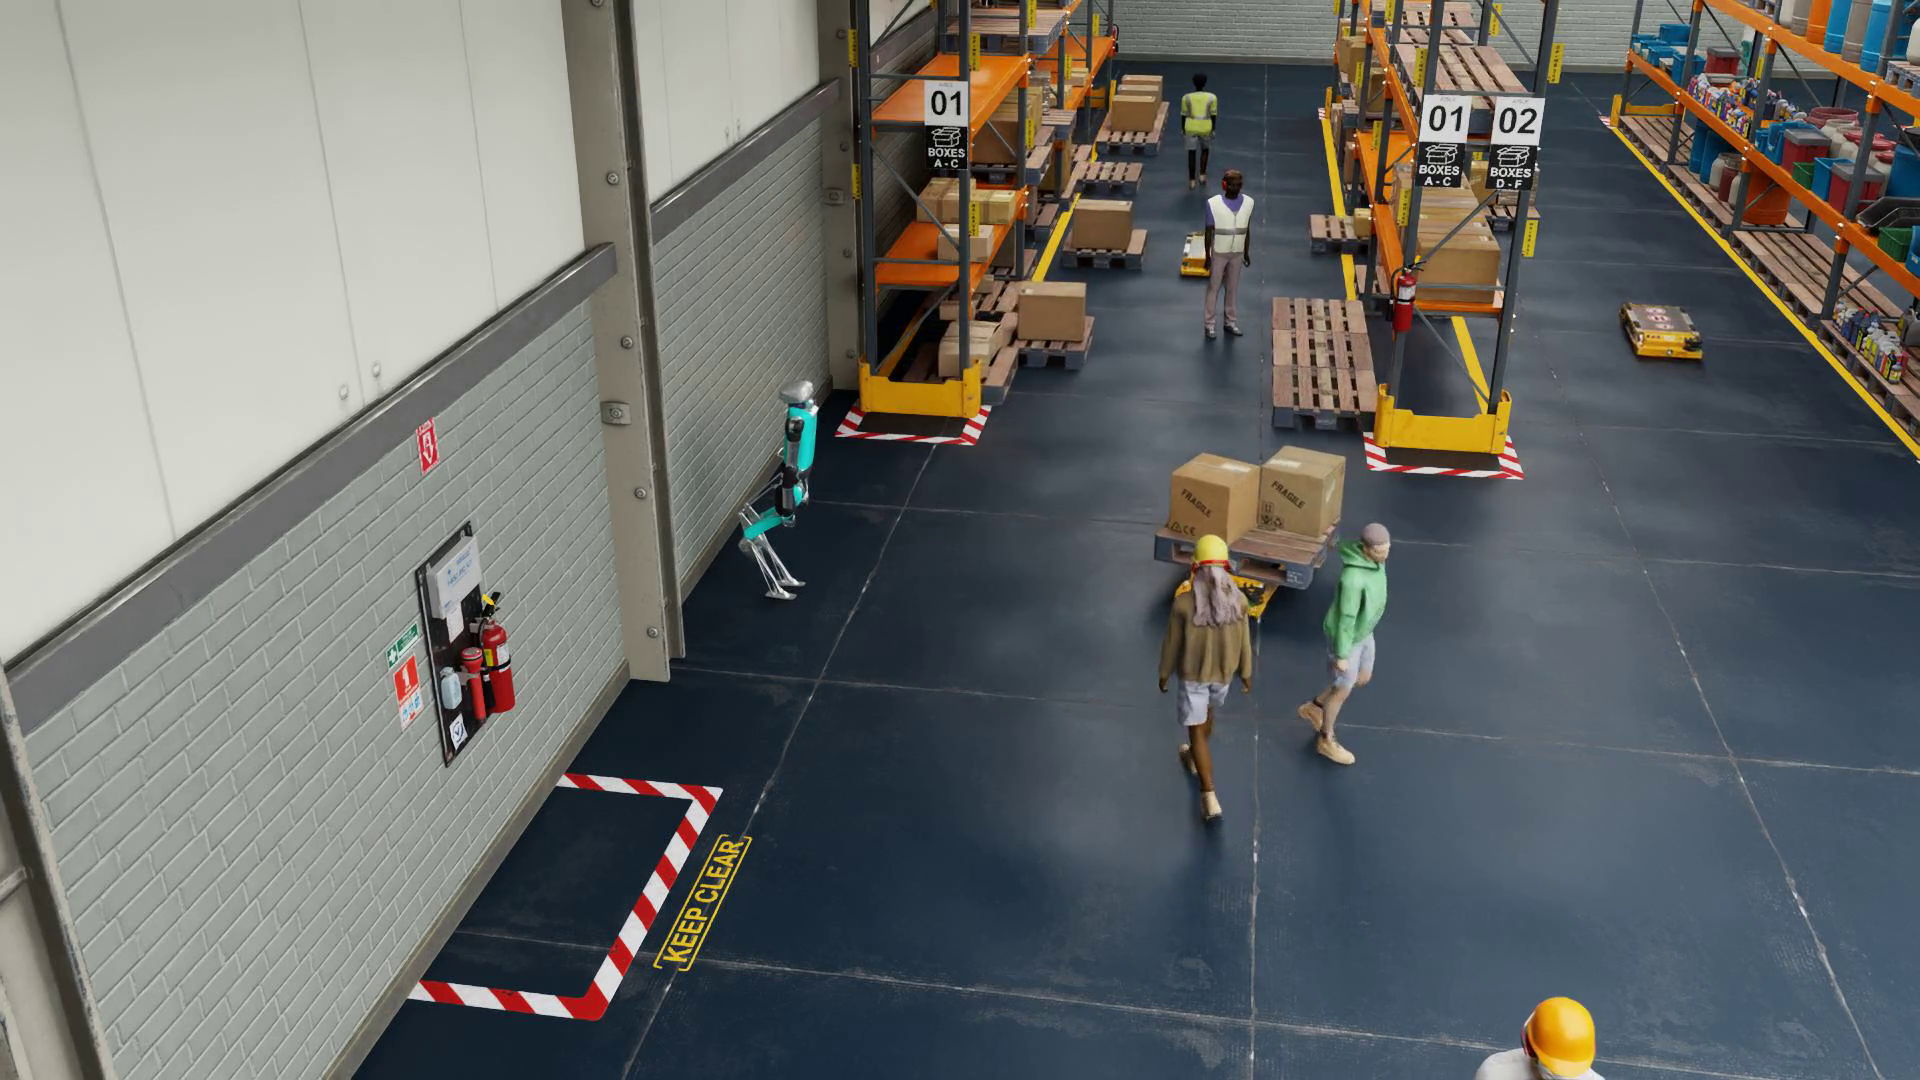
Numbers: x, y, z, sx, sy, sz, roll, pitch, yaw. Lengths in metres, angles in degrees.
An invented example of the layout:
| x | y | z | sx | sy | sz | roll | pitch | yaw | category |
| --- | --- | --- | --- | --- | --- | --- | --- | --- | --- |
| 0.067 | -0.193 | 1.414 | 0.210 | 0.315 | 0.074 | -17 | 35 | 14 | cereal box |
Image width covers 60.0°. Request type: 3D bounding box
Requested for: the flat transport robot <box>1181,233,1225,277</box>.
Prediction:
| x | y | z | sx | sy | sz | roll | pitch | yaw | category |
| --- | --- | --- | --- | --- | --- | --- | --- | --- | --- |
| 3.170 | -3.606 | 21.076 | 0.659 | 0.231 | 1.431 | 4 | 25 | 9 | flat transport robot |

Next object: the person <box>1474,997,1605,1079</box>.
| x | y | z | sx | sy | sz | roll | pitch | yaw | category |
| --- | --- | --- | --- | --- | --- | --- | --- | --- | --- |
| 2.102 | 2.457 | 6.191 | 0.569 | 1.889 | 0.389 | 8 | 26 | 17 | person |

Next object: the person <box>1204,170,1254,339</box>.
| x | y | z | sx | sy | sz | roll | pitch | yaw | category |
| --- | --- | --- | --- | --- | --- | --- | --- | --- | --- |
| 2.920 | -3.138 | 18.210 | 0.565 | 1.846 | 0.390 | -9 | 27 | -19 | person |

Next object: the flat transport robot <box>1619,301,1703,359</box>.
| x | y | z | sx | sy | sz | roll | pitch | yaw | category |
| --- | --- | --- | --- | --- | --- | --- | --- | --- | --- |
| 7.703 | -2.314 | 18.311 | 0.659 | 0.231 | 1.431 | 5 | 26 | 11 | flat transport robot |

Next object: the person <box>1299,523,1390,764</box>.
| x | y | z | sx | sy | sz | roll | pitch | yaw | category |
| --- | --- | --- | --- | --- | --- | --- | --- | --- | --- |
| 2.384 | 0.612 | 10.340 | 0.543 | 1.705 | 0.526 | 17 | 30 | 32 | person |

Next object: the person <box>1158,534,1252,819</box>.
| x | y | z | sx | sy | sz | roll | pitch | yaw | category |
| --- | --- | --- | --- | --- | --- | --- | --- | --- | --- |
| 1.483 | 0.800 | 9.939 | 0.557 | 1.718 | 0.885 | -5 | 25 | -10 | person |

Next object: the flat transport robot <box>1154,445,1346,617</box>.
| x | y | z | sx | sy | sz | roll | pitch | yaw | category |
| --- | --- | --- | --- | --- | --- | --- | --- | --- | --- |
| 2.223 | 0.174 | 12.985 | 0.659 | 0.231 | 1.431 | 12 | 27 | 23 | flat transport robot |

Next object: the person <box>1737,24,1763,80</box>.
| x | y | z | sx | sy | sz | roll | pitch | yaw | category |
| --- | --- | --- | --- | --- | --- | --- | --- | --- | --- |
| 15.375 | -9.710 | 32.385 | 0.537 | 1.740 | 0.551 | -7 | 26 | -14 | person |

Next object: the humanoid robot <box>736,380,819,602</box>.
| x | y | z | sx | sy | sz | roll | pitch | yaw | category |
| --- | --- | --- | --- | --- | --- | --- | --- | --- | --- |
| -1.389 | -0.371 | 12.299 | 0.733 | 1.698 | 0.532 | 4 | 25 | 9 | humanoid robot |

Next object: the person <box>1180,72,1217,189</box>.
| x | y | z | sx | sy | sz | roll | pitch | yaw | category |
| --- | --- | --- | --- | --- | --- | --- | --- | --- | --- |
| 3.537 | -6.099 | 24.725 | 0.546 | 1.673 | 0.624 | 4 | 25 | 8 | person |
